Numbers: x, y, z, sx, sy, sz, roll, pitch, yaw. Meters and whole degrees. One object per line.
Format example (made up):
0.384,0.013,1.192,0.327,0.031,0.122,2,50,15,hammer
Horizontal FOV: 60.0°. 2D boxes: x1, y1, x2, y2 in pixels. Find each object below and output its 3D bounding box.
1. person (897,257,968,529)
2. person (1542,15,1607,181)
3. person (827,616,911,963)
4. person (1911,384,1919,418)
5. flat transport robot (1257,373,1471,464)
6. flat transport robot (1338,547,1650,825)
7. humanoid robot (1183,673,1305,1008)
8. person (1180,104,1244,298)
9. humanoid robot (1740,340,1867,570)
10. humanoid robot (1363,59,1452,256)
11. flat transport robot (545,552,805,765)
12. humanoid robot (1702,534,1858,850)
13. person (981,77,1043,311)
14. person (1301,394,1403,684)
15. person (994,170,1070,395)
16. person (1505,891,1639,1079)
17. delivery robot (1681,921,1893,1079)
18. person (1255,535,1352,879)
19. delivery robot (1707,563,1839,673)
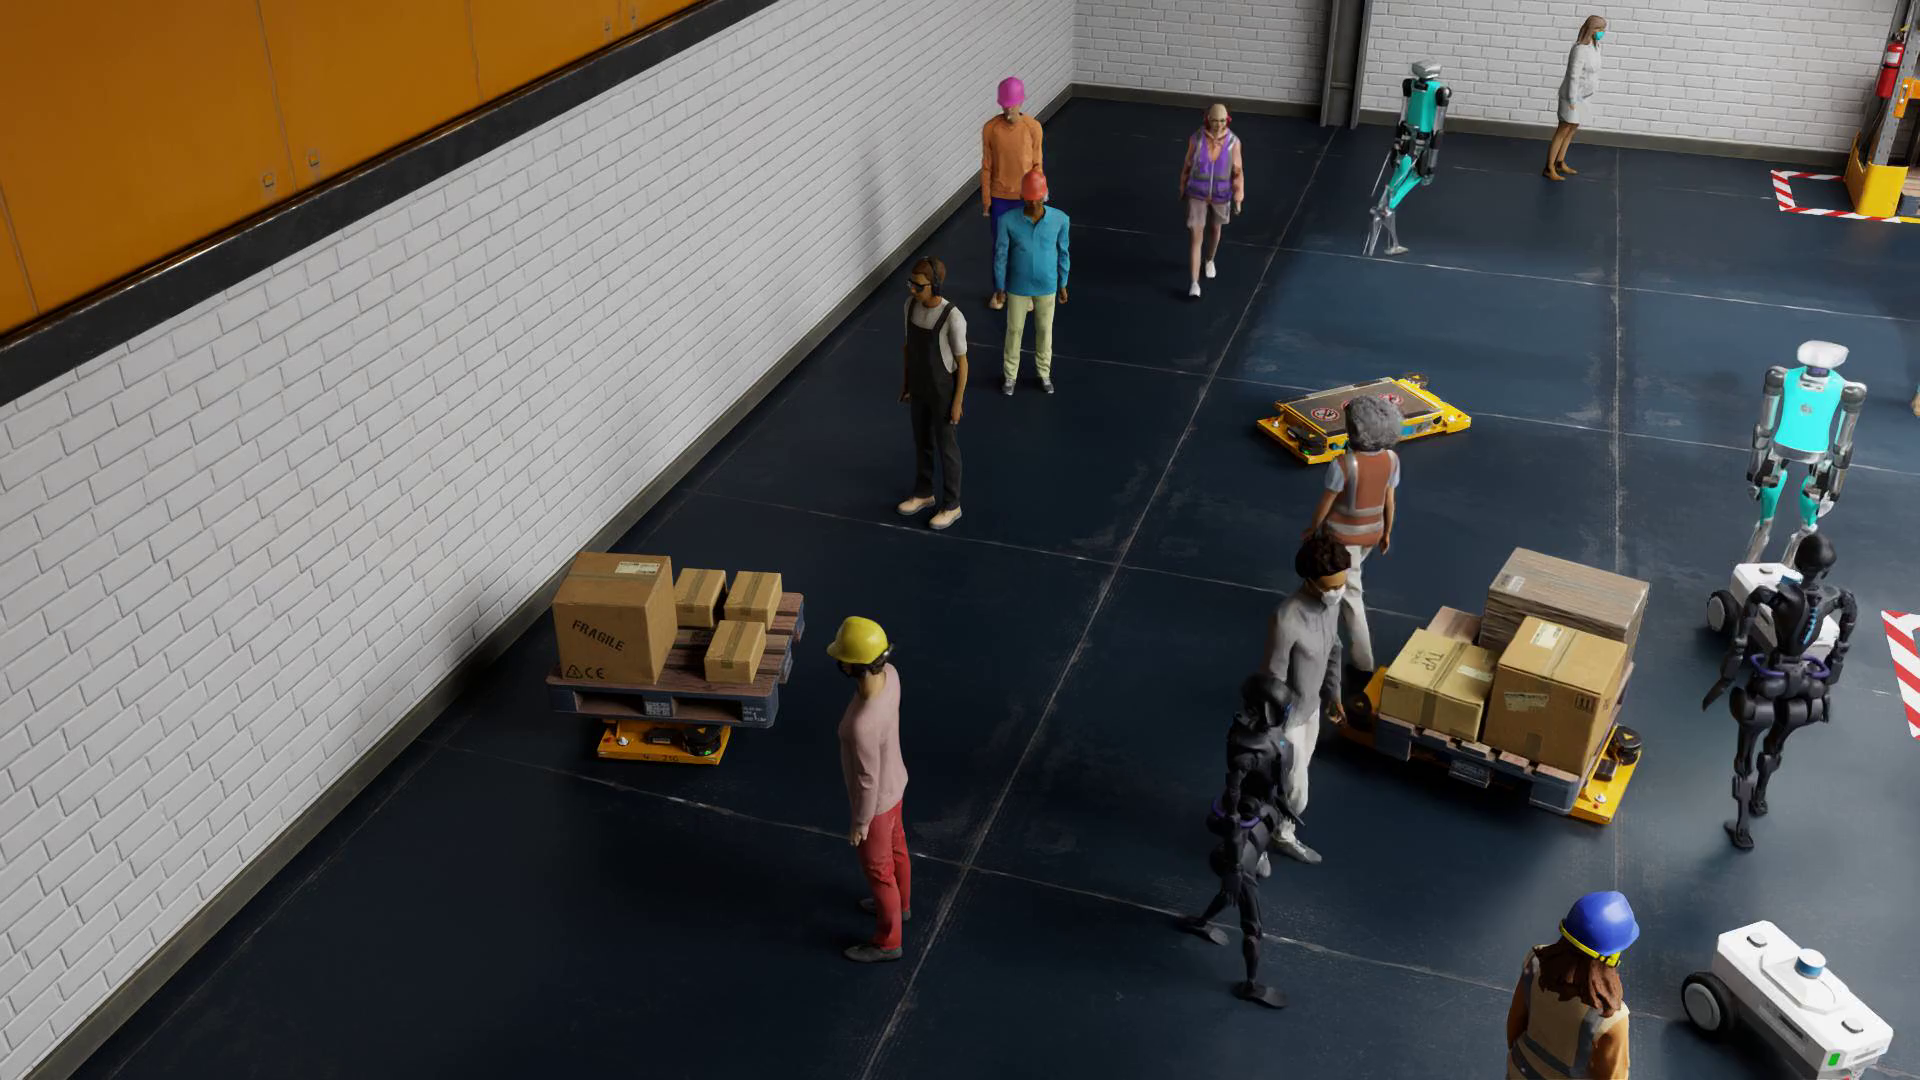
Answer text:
-0.177,-0.948,10.684,0.513,1.843,0.325,26,39,36,person
6.276,-4.492,16.904,0.343,1.656,0.479,24,38,35,person
-0.399,1.096,7.283,0.325,1.766,0.532,6,31,9,person
7.404,-1.803,12.149,0.689,1.848,0.390,-22,37,-32,person
2.953,-0.890,12.140,1.431,0.231,0.659,-13,33,-21,flat transport robot
2.819,1.038,8.859,1.431,0.231,0.659,18,35,27,flat transport robot
1.265,1.232,7.171,0.613,1.644,0.611,18,35,27,humanoid robot
2.162,-2.937,14.264,0.521,1.634,0.912,2,31,3,person
4.966,-0.369,9.865,0.549,1.854,0.654,21,37,32,humanoid robot
3.909,-3.299,14.902,0.737,1.899,0.550,-16,34,-25,humanoid robot
-1.527,0.750,9.350,0.659,0.231,1.431,3,31,5,flat transport robot
3.943,0.703,8.064,0.590,1.646,0.561,1,30,2,humanoid robot
0.429,-2.870,13.832,0.516,1.974,0.407,3,31,6,person
2.203,-0.043,9.331,0.439,1.647,0.842,-14,33,-22,person
0.538,-1.915,12.417,0.572,1.748,0.341,-2,31,-3,person
2.105,1.932,5.849,0.305,1.778,0.462,-18,35,-28,person
3.503,1.961,7.025,0.525,0.613,0.785,-11,32,-18,delivery robot
1.540,0.781,7.703,0.436,1.885,0.580,22,37,33,person
4.719,0.438,9.609,0.499,0.605,0.781,-1,30,-1,delivery robot
